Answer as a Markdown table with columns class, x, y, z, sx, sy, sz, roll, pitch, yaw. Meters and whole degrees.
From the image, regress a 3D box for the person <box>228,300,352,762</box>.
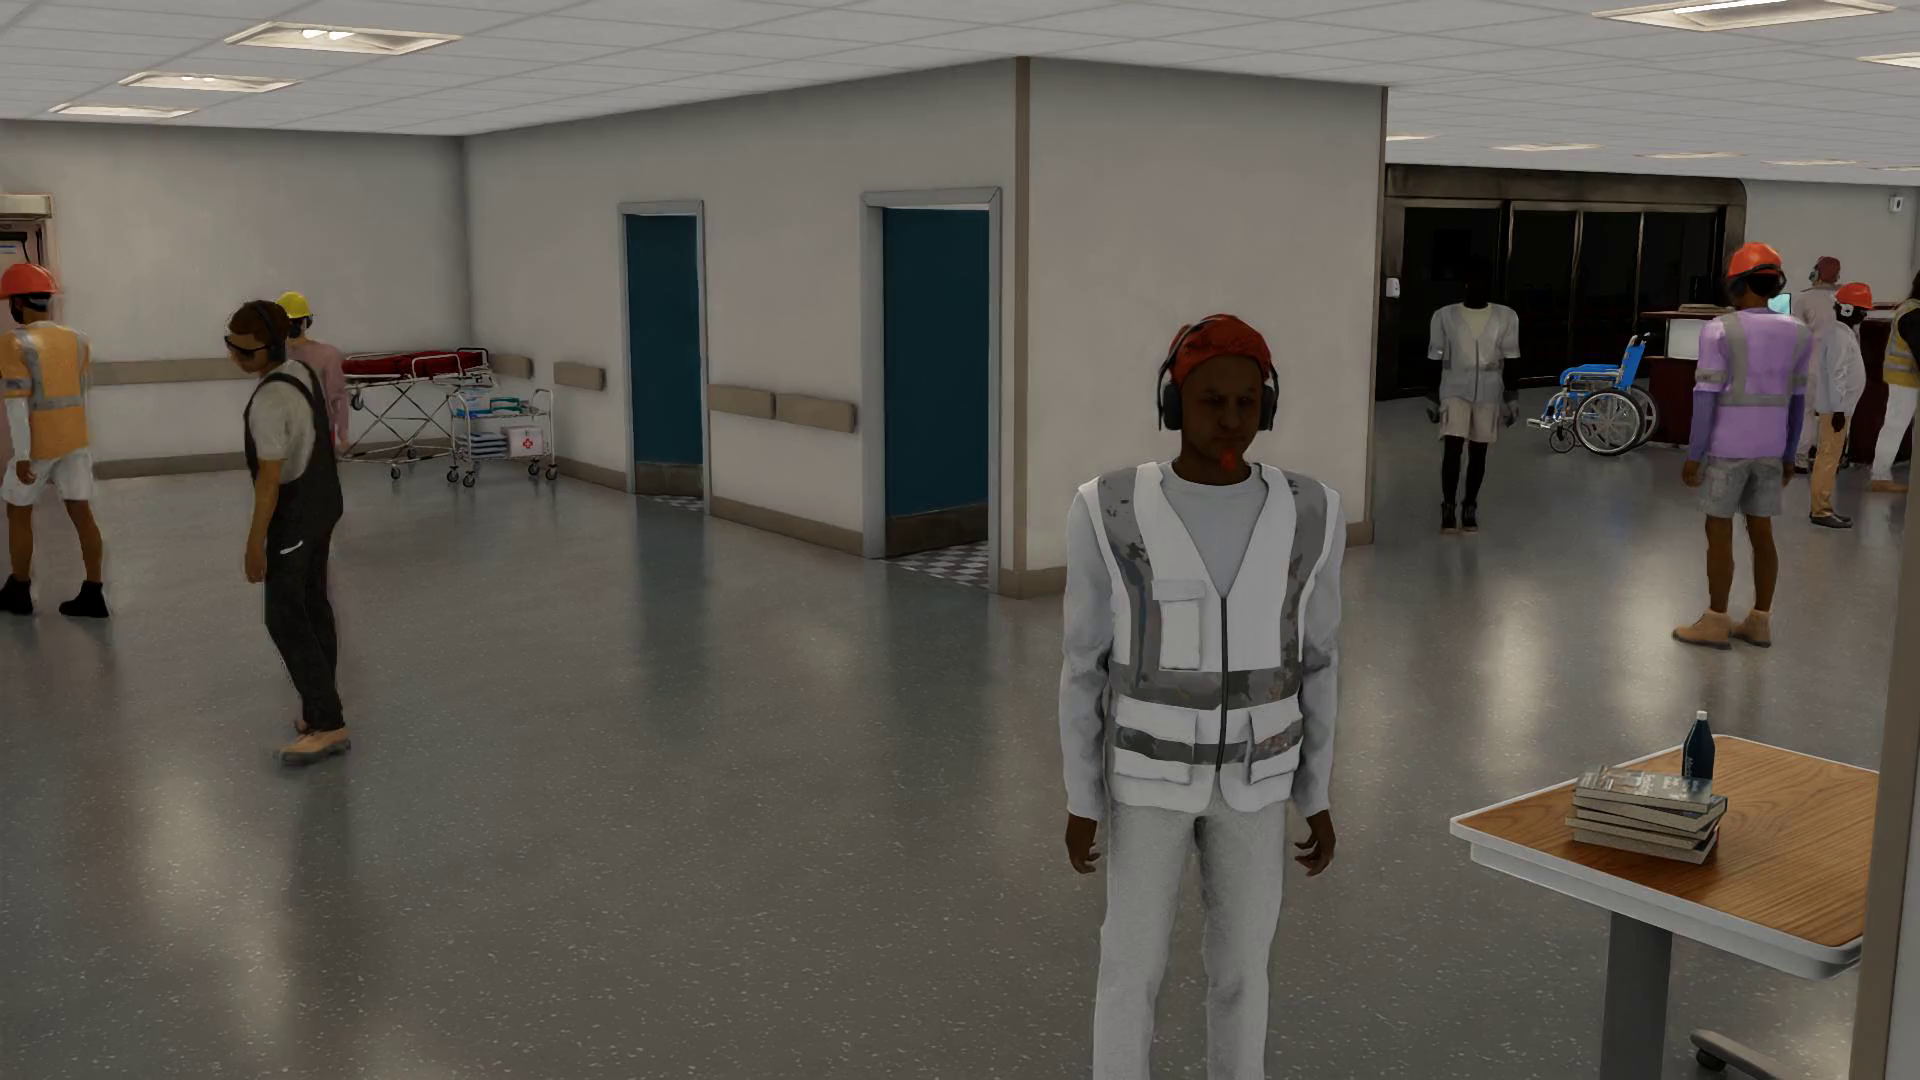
| class | x | y | z | sx | sy | sz | roll | pitch | yaw |
| --- | --- | --- | --- | --- | --- | --- | --- | --- | --- |
| person | -2.617 | -0.038 | 6.570 | 0.351 | 1.807 | 0.639 | 0 | 10 | 0 |

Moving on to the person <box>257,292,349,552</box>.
| class | x | y | z | sx | sy | sz | roll | pitch | yaw |
| --- | --- | --- | --- | --- | --- | --- | --- | --- | --- |
| person | -4.168 | -0.714 | 10.584 | 0.535 | 1.720 | 0.893 | -3 | 11 | -16 |

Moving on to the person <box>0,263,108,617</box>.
| class | x | y | z | sx | sy | sz | roll | pitch | yaw |
| --- | --- | --- | --- | --- | --- | --- | --- | --- | --- |
| person | -5.010 | -0.531 | 9.016 | 0.843 | 1.902 | 0.575 | 4 | 11 | 22 |

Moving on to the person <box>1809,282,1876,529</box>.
| class | x | y | z | sx | sy | sz | roll | pitch | yaw |
| --- | --- | --- | --- | --- | --- | --- | --- | --- | --- |
| person | 6.298 | -0.961 | 11.893 | 0.333 | 1.745 | 0.559 | 5 | 11 | 27 |

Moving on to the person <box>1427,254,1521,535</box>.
| class | x | y | z | sx | sy | sz | roll | pitch | yaw |
| --- | --- | --- | --- | --- | --- | --- | --- | --- | --- |
| person | 3.562 | -0.988 | 11.505 | 0.610 | 1.942 | 0.731 | 1 | 10 | 6 |

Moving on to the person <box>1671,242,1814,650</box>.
| class | x | y | z | sx | sy | sz | roll | pitch | yaw |
| --- | --- | --- | --- | --- | --- | --- | --- | --- | --- |
| person | 3.913 | -0.467 | 8.359 | 0.638 | 2.028 | 0.433 | -2 | 10 | -11 |

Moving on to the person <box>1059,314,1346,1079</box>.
| class | x | y | z | sx | sy | sz | roll | pitch | yaw |
| --- | --- | --- | --- | --- | --- | --- | --- | --- | --- |
| person | 0.483 | 0.498 | 3.337 | 0.575 | 1.884 | 0.355 | -1 | 10 | -7 |

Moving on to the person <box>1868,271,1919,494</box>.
| class | x | y | z | sx | sy | sz | roll | pitch | yaw |
| --- | --- | --- | --- | --- | --- | --- | --- | --- | --- |
| person | 7.769 | -1.253 | 13.337 | 0.775 | 1.810 | 0.637 | 7 | 12 | 36 |

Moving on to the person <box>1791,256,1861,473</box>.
| class | x | y | z | sx | sy | sz | roll | pitch | yaw |
| --- | --- | --- | --- | --- | --- | --- | --- | --- | --- |
| person | 7.545 | -1.530 | 14.655 | 0.685 | 1.906 | 0.401 | -1 | 10 | -5 |
